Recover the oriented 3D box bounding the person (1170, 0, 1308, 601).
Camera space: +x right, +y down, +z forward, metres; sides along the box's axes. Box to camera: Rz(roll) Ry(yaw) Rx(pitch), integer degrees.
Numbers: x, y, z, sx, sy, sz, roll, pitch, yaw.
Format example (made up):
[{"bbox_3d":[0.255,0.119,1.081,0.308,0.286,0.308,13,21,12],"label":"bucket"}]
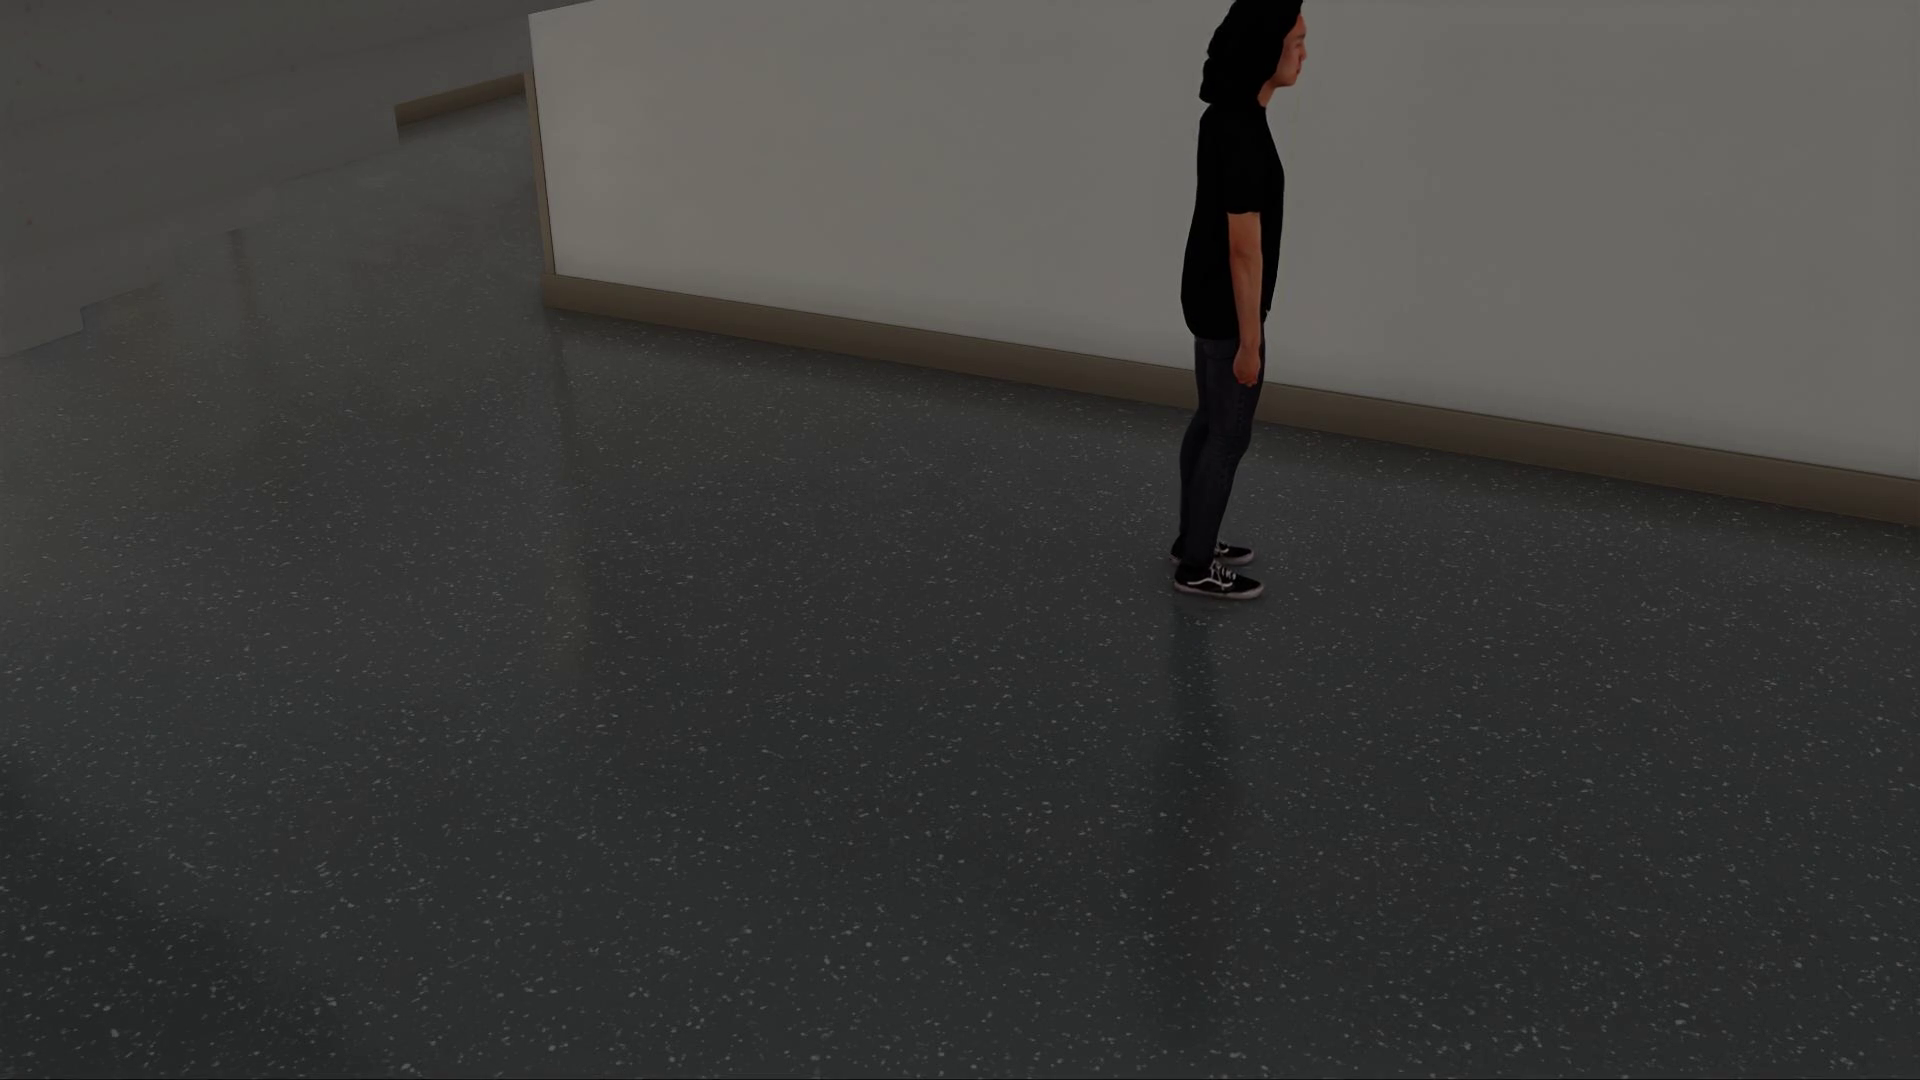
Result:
[{"bbox_3d":[0.783,-0.703,4.925,0.693,1.826,0.706,-1,26,-2],"label":"person"}]
